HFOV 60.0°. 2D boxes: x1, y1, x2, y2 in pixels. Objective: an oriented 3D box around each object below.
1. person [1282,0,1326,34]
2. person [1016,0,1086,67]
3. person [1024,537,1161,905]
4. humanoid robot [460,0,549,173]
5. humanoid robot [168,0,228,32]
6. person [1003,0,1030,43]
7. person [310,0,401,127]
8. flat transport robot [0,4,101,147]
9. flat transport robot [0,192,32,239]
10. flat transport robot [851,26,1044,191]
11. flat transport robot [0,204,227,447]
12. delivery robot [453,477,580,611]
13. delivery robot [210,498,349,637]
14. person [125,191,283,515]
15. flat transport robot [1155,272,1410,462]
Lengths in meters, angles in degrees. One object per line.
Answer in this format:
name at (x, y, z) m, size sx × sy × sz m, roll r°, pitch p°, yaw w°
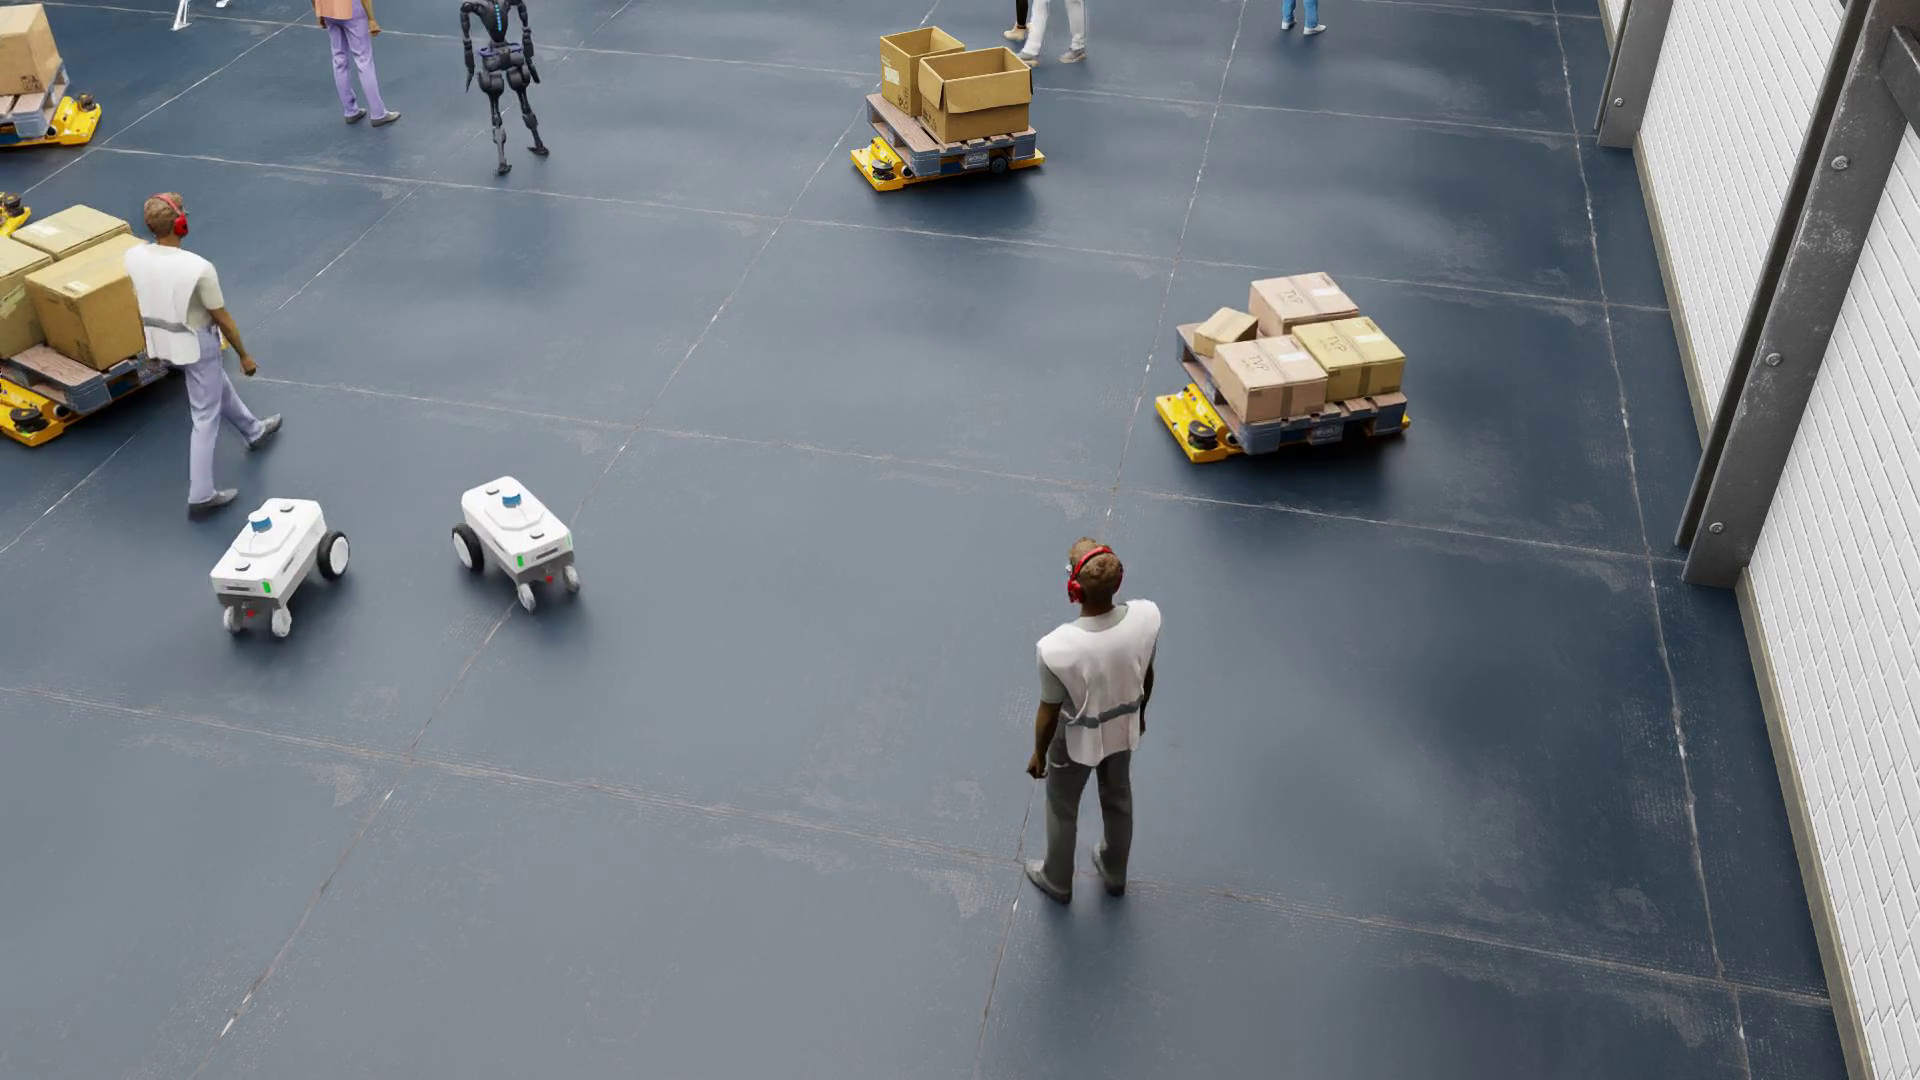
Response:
person at (3.252, -5.596, 15.487) m, size 0.486 × 1.730 × 0.363 m, roll 28°, pitch 45°, yaw 32°
person at (0.805, -5.132, 14.773) m, size 0.845 × 1.840 × 0.566 m, roll -18°, pitch 40°, yaw -22°
person at (0.537, 0.789, 6.856) m, size 0.572 × 1.835 × 0.455 m, roll -18°, pitch 40°, yaw -23°
humanoid robot at (-3.598, -3.720, 13.046) m, size 0.586 × 1.642 × 0.454 m, roll -21°, pitch 42°, yaw -26°
humanoid robot at (-7.380, -5.824, 15.837) m, size 0.537 × 1.784 × 1.020 m, roll 11°, pitch 38°, yaw 14°
person at (0.614, -5.464, 15.336) m, size 0.531 × 1.697 × 0.320 m, roll -27°, pitch 45°, yaw -32°
person at (-5.070, -4.309, 13.668) m, size 0.562 × 1.845 × 0.389 m, roll 11°, pitch 38°, yaw 15°
flat transport robot at (-7.976, -3.438, 13.819) m, size 1.431 × 0.231 × 0.659 m, roll -9°, pitch 38°, yaw -12°
flat transport robot at (-7.757, -2.322, 12.325) m, size 1.431 × 0.231 × 0.659 m, roll -3°, pitch 37°, yaw -3°
flat transport robot at (-0.099, -3.120, 13.393) m, size 1.431 × 0.231 × 0.659 m, roll -13°, pitch 39°, yaw -17°
flat transport robot at (-5.528, -1.088, 10.675) m, size 0.659 × 0.231 × 1.431 m, roll 21°, pitch 42°, yaw 25°
delivery robot at (-2.402, -0.024, 9.028) m, size 0.499 × 0.614 × 0.815 m, roll -26°, pitch 44°, yaw -30°
delivery robot at (-3.649, 0.099, 8.832) m, size 0.499 × 0.576 × 0.768 m, roll 4°, pitch 37°, yaw 5°
person at (-4.321, -1.097, 9.427) m, size 0.587 × 1.775 × 0.985 m, roll 13°, pitch 39°, yaw 17°
flat transport robot at (1.999, -0.823, 10.320) m, size 1.431 × 0.231 × 0.659 m, roll -9°, pitch 38°, yaw -12°
